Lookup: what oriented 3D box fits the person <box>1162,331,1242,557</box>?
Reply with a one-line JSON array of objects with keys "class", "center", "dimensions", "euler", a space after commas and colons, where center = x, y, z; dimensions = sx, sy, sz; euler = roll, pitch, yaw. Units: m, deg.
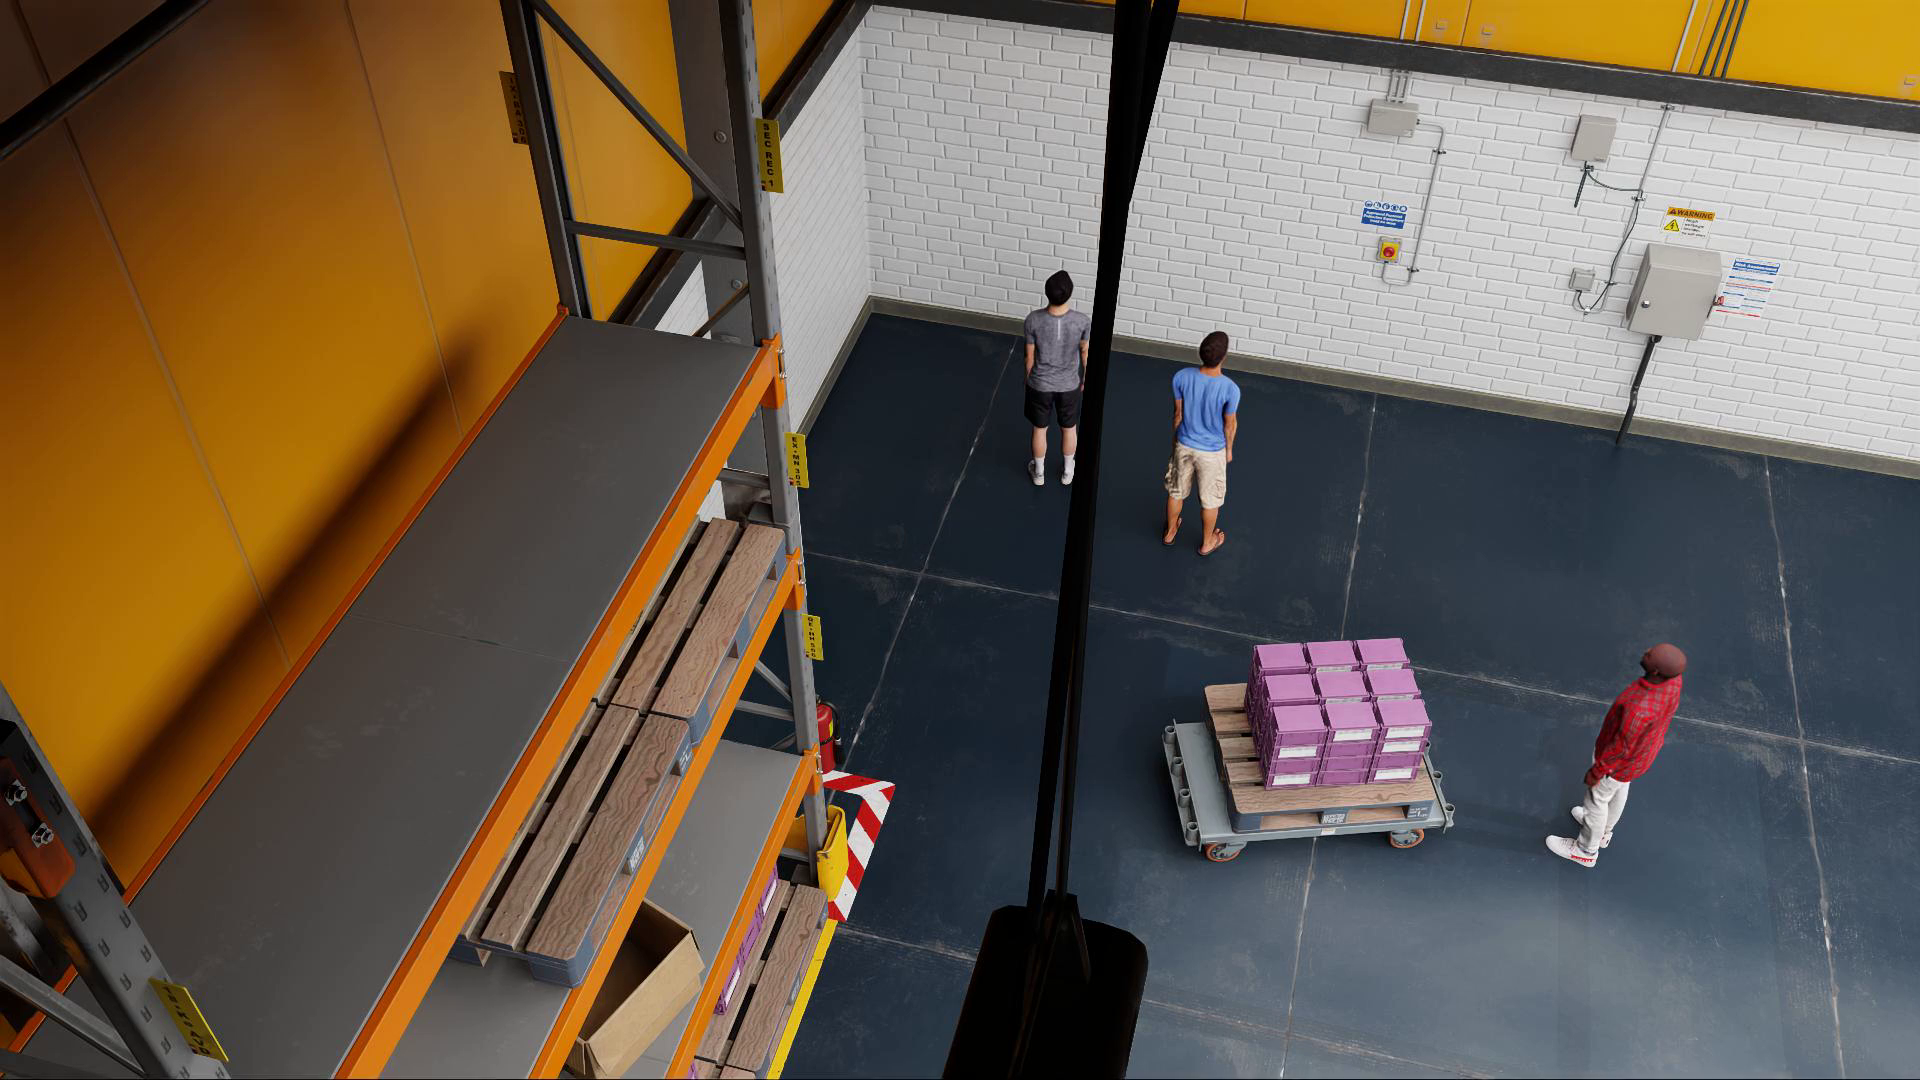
[{"class": "person", "center": [1.685, -0.667, 11.627], "dimensions": [0.683, 1.864, 0.625], "euler": [18, 47, 18]}]

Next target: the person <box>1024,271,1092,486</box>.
[{"class": "person", "center": [0.692, -1.162, 12.142], "dimensions": [0.709, 1.871, 0.646], "euler": [0, 44, 0]}]

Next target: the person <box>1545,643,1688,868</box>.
[{"class": "person", "center": [3.870, 1.229, 9.669], "dimensions": [0.708, 1.820, 0.816], "euler": [-33, 53, -30]}]
